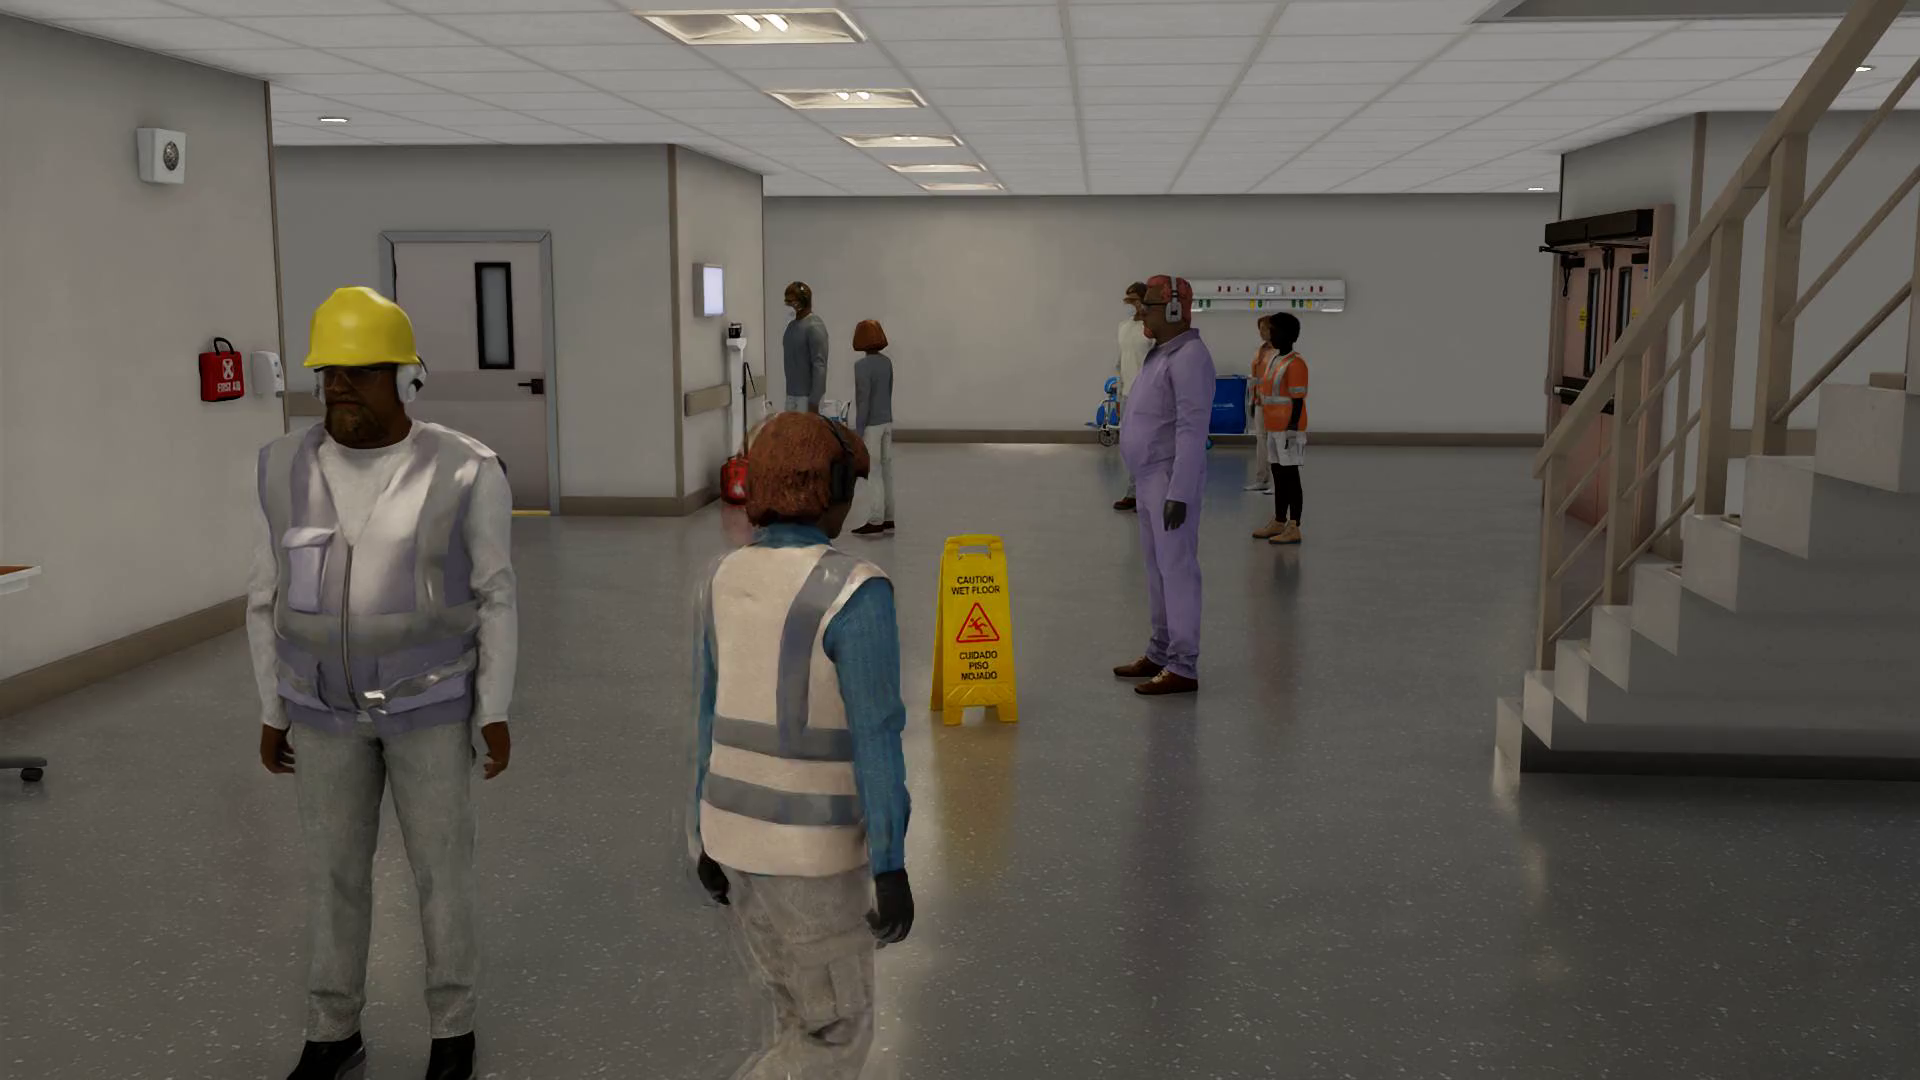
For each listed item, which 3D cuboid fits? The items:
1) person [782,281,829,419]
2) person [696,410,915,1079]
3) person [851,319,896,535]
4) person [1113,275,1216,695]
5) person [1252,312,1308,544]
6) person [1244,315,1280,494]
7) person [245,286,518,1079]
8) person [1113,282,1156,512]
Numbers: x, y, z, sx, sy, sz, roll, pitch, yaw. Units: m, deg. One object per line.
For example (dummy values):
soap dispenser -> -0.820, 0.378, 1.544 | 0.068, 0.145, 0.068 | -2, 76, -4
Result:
person -> -1.306, -1.182, 13.865 | 0.373, 1.935, 0.627 | -5, 10, -29
person -> -0.354, 0.576, 2.985 | 0.612, 1.604, 0.570 | -7, 11, -40
person -> -0.665, -0.854, 12.644 | 0.283, 1.633, 0.501 | 4, 9, 25
person -> 0.933, -0.253, 7.638 | 0.410, 1.909, 0.643 | -1, 8, -8
person -> 2.367, -0.818, 12.184 | 0.319, 1.698, 0.532 | -2, 9, -11
person -> 2.839, -1.240, 15.261 | 0.311, 1.635, 0.529 | -4, 9, -24
person -> -1.300, 0.356, 3.744 | 0.592, 1.834, 0.404 | 0, 8, 0
person -> 1.521, -1.186, 13.926 | 0.371, 1.932, 0.622 | -5, 10, -29
